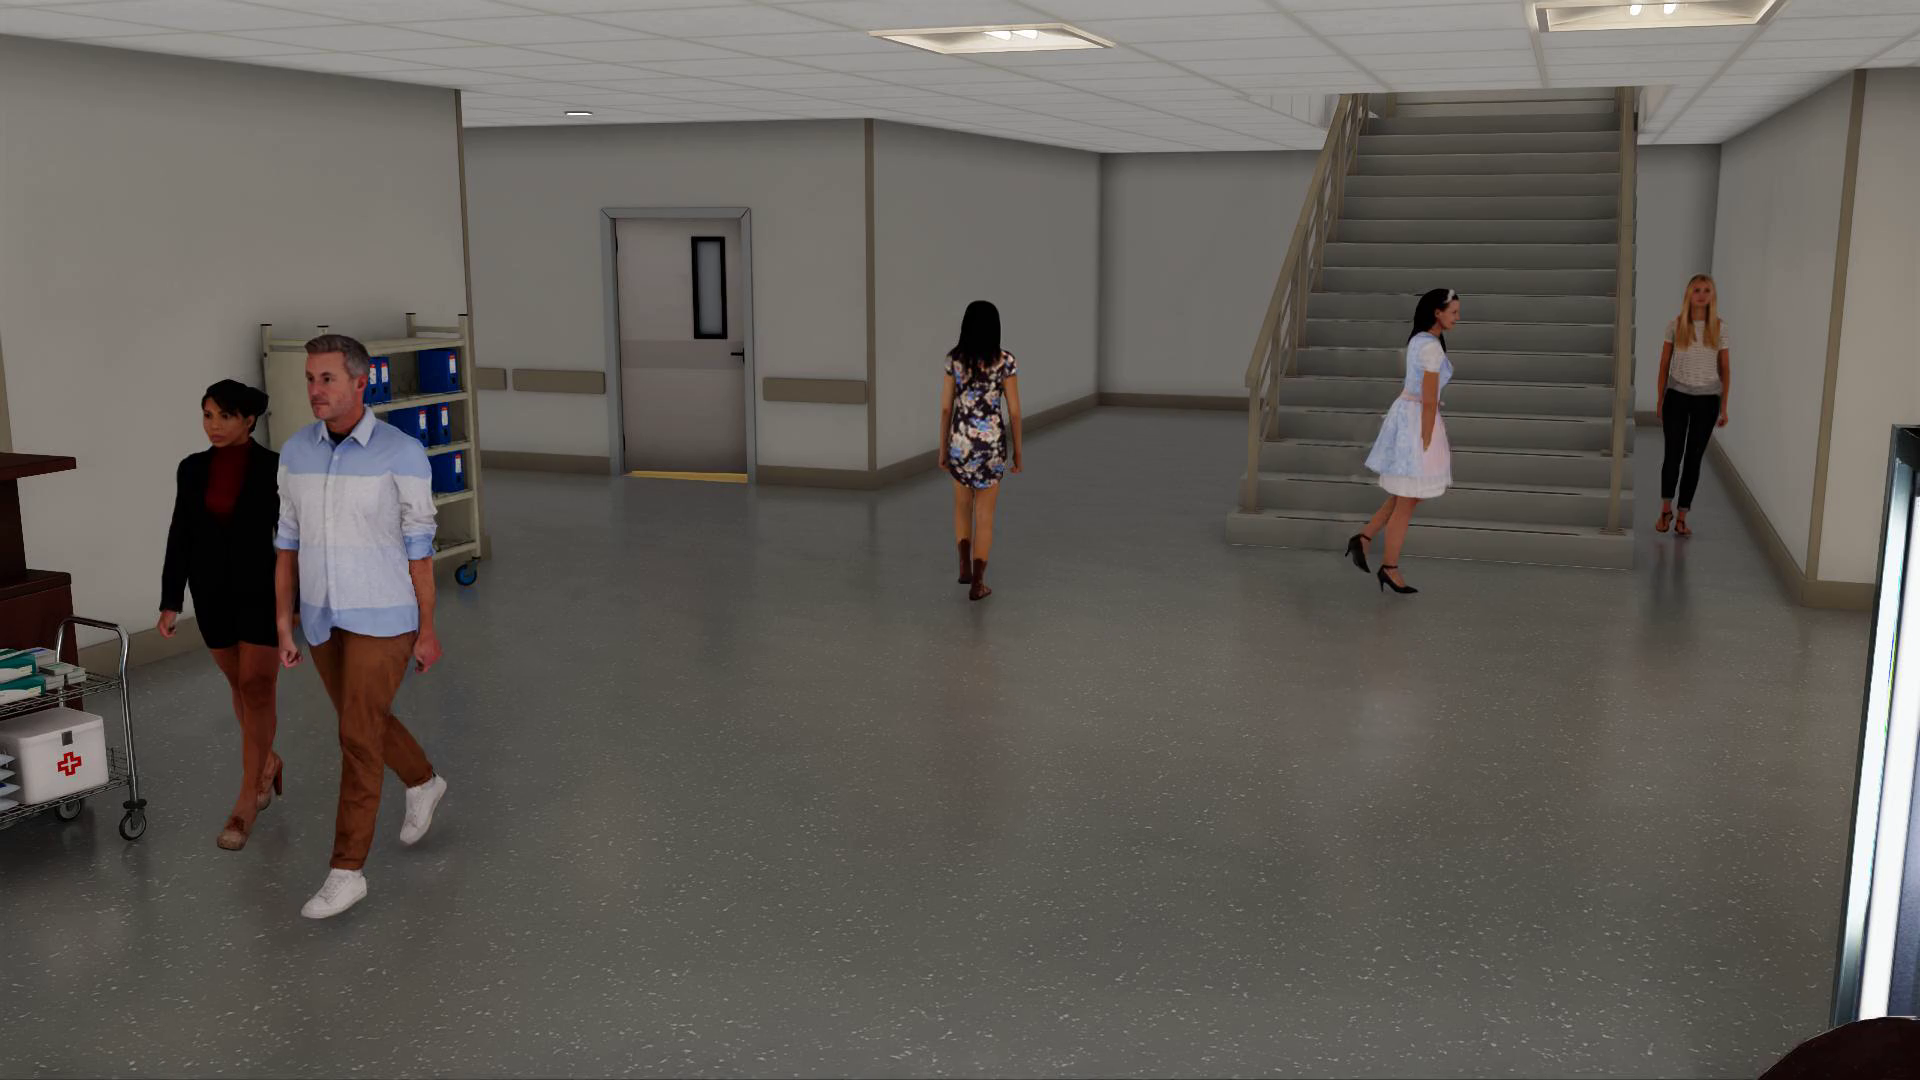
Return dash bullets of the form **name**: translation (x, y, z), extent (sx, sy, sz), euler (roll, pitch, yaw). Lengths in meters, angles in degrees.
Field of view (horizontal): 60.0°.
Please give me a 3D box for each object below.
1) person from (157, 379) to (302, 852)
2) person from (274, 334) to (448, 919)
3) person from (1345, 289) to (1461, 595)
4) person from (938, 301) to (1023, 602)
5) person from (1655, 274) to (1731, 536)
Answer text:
- **person**: translation (-2.540, 0.250, 5.948), extent (0.795, 1.606, 1.051), euler (0, 11, 1)
- **person**: translation (-1.931, 0.246, 5.472), extent (0.756, 1.792, 1.172), euler (3, 11, 15)
- **person**: translation (2.563, -0.551, 9.681), extent (0.815, 1.789, 0.823), euler (0, 11, 2)
- **person**: translation (0.079, -0.495, 9.557), extent (0.656, 1.724, 0.623), euler (3, 11, 13)
- **person**: translation (5.114, -0.941, 11.668), extent (0.623, 1.814, 0.630), euler (3, 11, 14)
